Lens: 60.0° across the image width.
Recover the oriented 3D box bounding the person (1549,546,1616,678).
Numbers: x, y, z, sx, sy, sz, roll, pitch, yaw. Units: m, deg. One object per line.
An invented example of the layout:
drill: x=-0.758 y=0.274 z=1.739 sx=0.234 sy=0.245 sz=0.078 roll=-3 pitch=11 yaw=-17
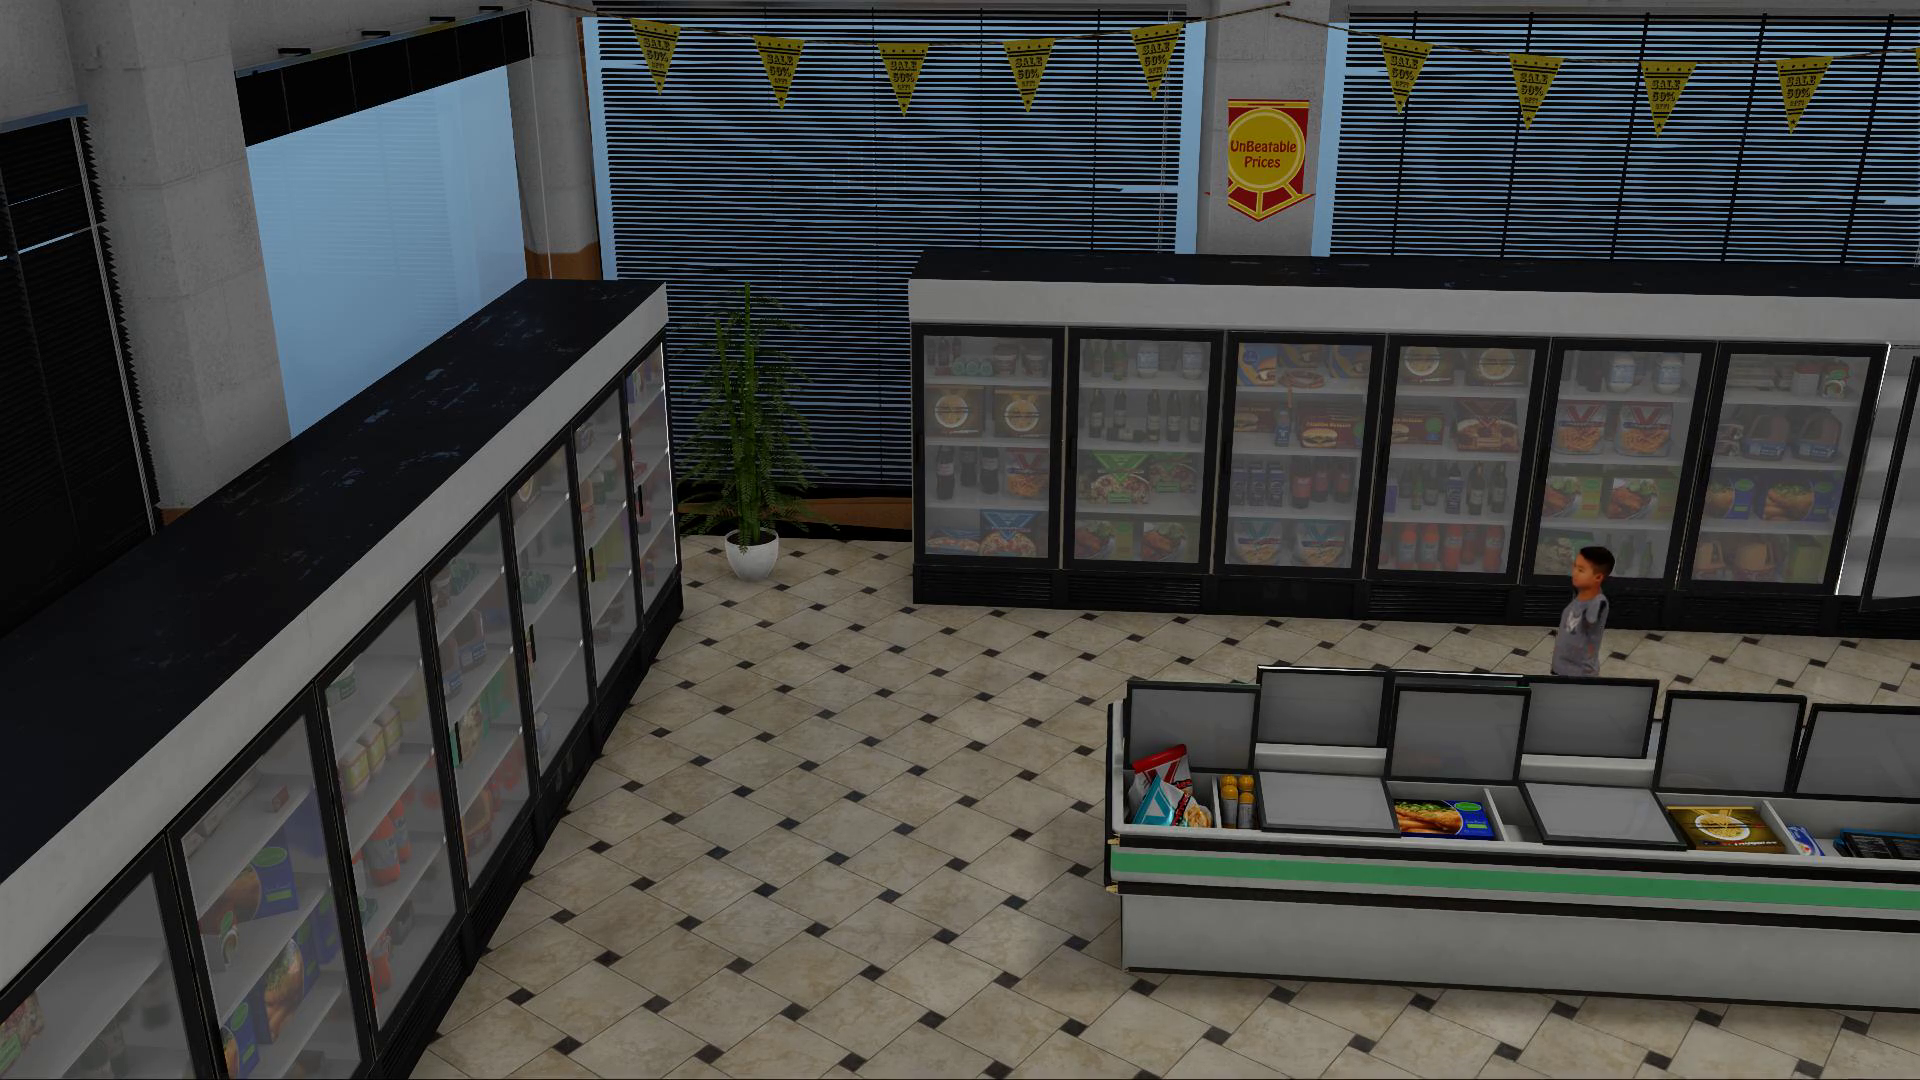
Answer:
person: x=3.437 y=0.647 z=9.141 sx=0.935 sy=1.441 sz=0.590 roll=0 pitch=22 yaw=1
